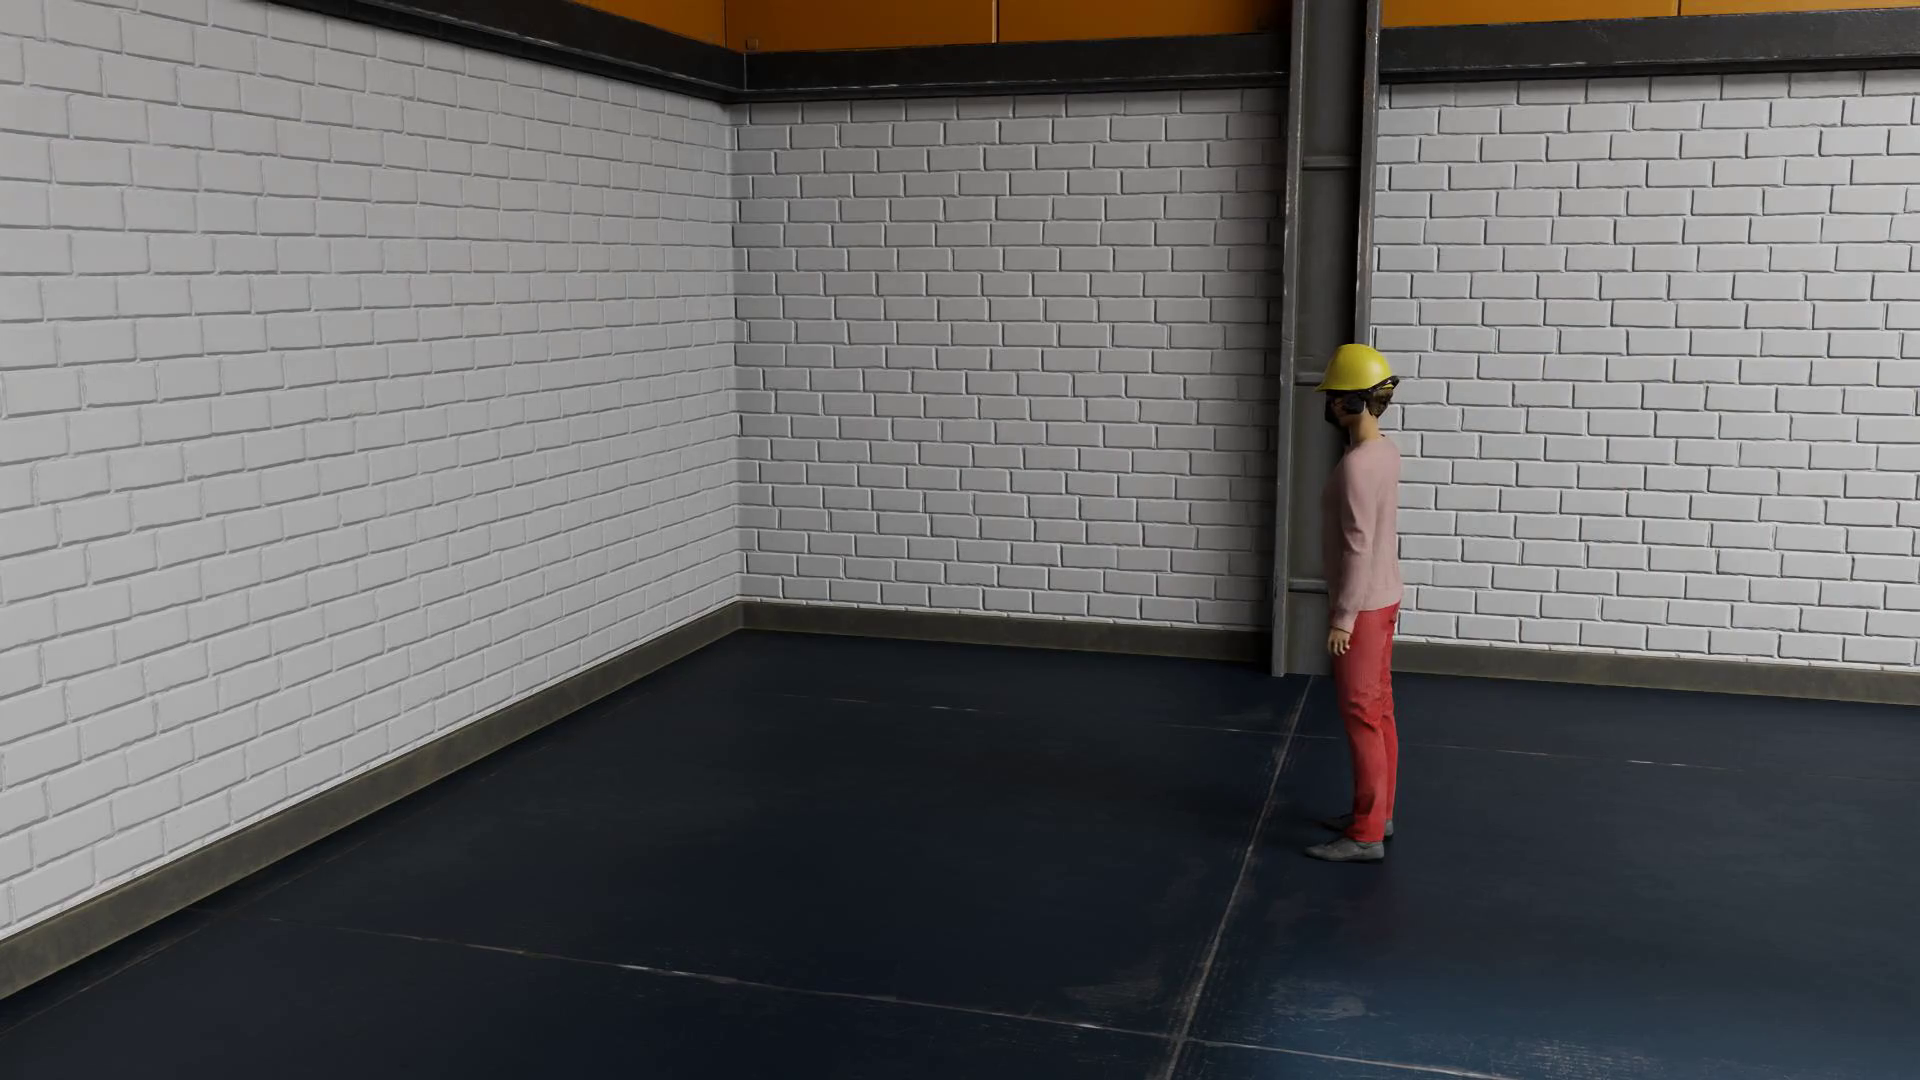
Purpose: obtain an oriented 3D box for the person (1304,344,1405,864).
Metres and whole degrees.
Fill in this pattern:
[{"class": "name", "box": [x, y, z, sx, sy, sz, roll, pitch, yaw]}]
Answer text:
[{"class": "person", "box": [1.341, 0.218, 5.682, 0.327, 1.767, 0.533, 4, 10, 24]}]
